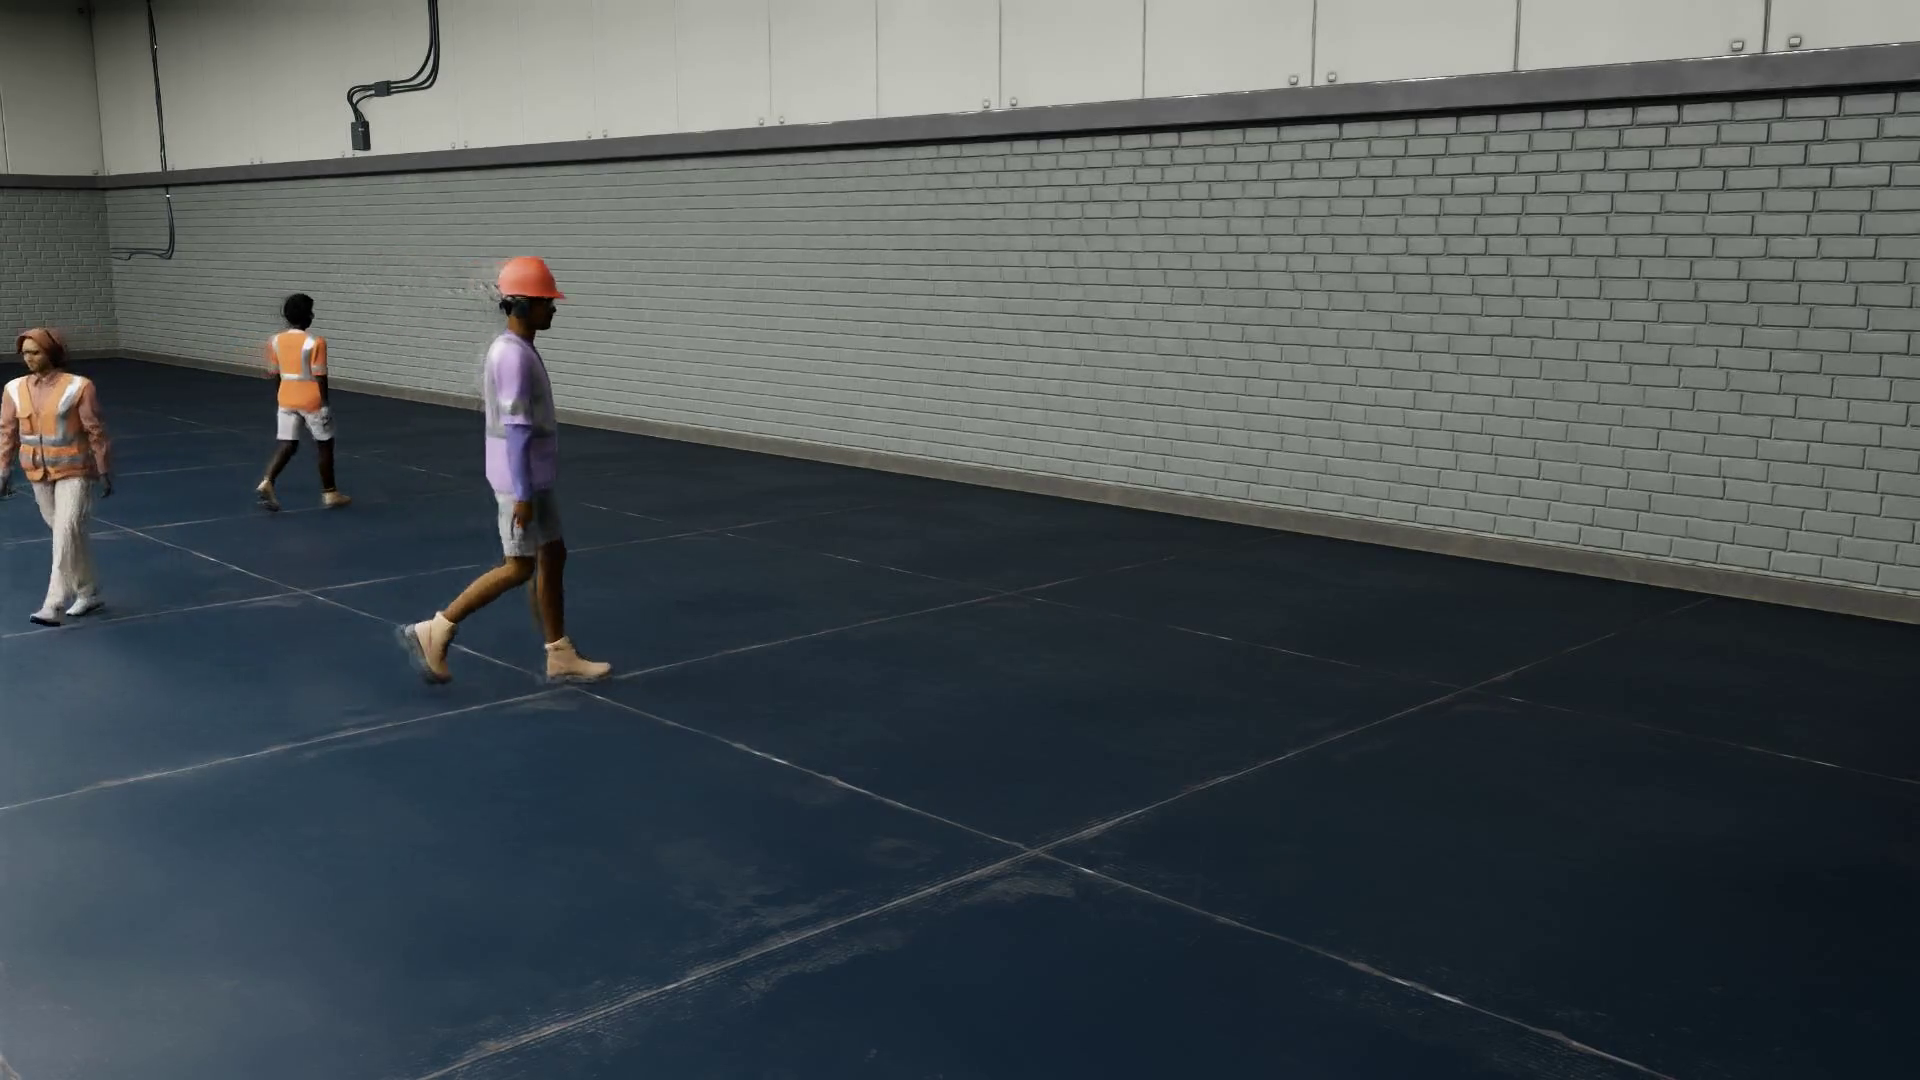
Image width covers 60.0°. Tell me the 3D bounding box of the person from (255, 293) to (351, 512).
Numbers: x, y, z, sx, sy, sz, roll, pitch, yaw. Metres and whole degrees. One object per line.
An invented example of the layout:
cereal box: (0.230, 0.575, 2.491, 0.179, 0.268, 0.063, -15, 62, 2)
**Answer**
person: (-5.062, -1.046, 12.732, 0.546, 1.674, 0.762, 4, 11, 20)

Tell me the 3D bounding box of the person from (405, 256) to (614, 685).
person: (-2.123, -0.297, 7.724, 0.856, 2.023, 0.621, -2, 11, -10)

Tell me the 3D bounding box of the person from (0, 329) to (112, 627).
person: (-4.945, -0.327, 8.985, 0.548, 1.596, 0.822, 1, 10, 5)
